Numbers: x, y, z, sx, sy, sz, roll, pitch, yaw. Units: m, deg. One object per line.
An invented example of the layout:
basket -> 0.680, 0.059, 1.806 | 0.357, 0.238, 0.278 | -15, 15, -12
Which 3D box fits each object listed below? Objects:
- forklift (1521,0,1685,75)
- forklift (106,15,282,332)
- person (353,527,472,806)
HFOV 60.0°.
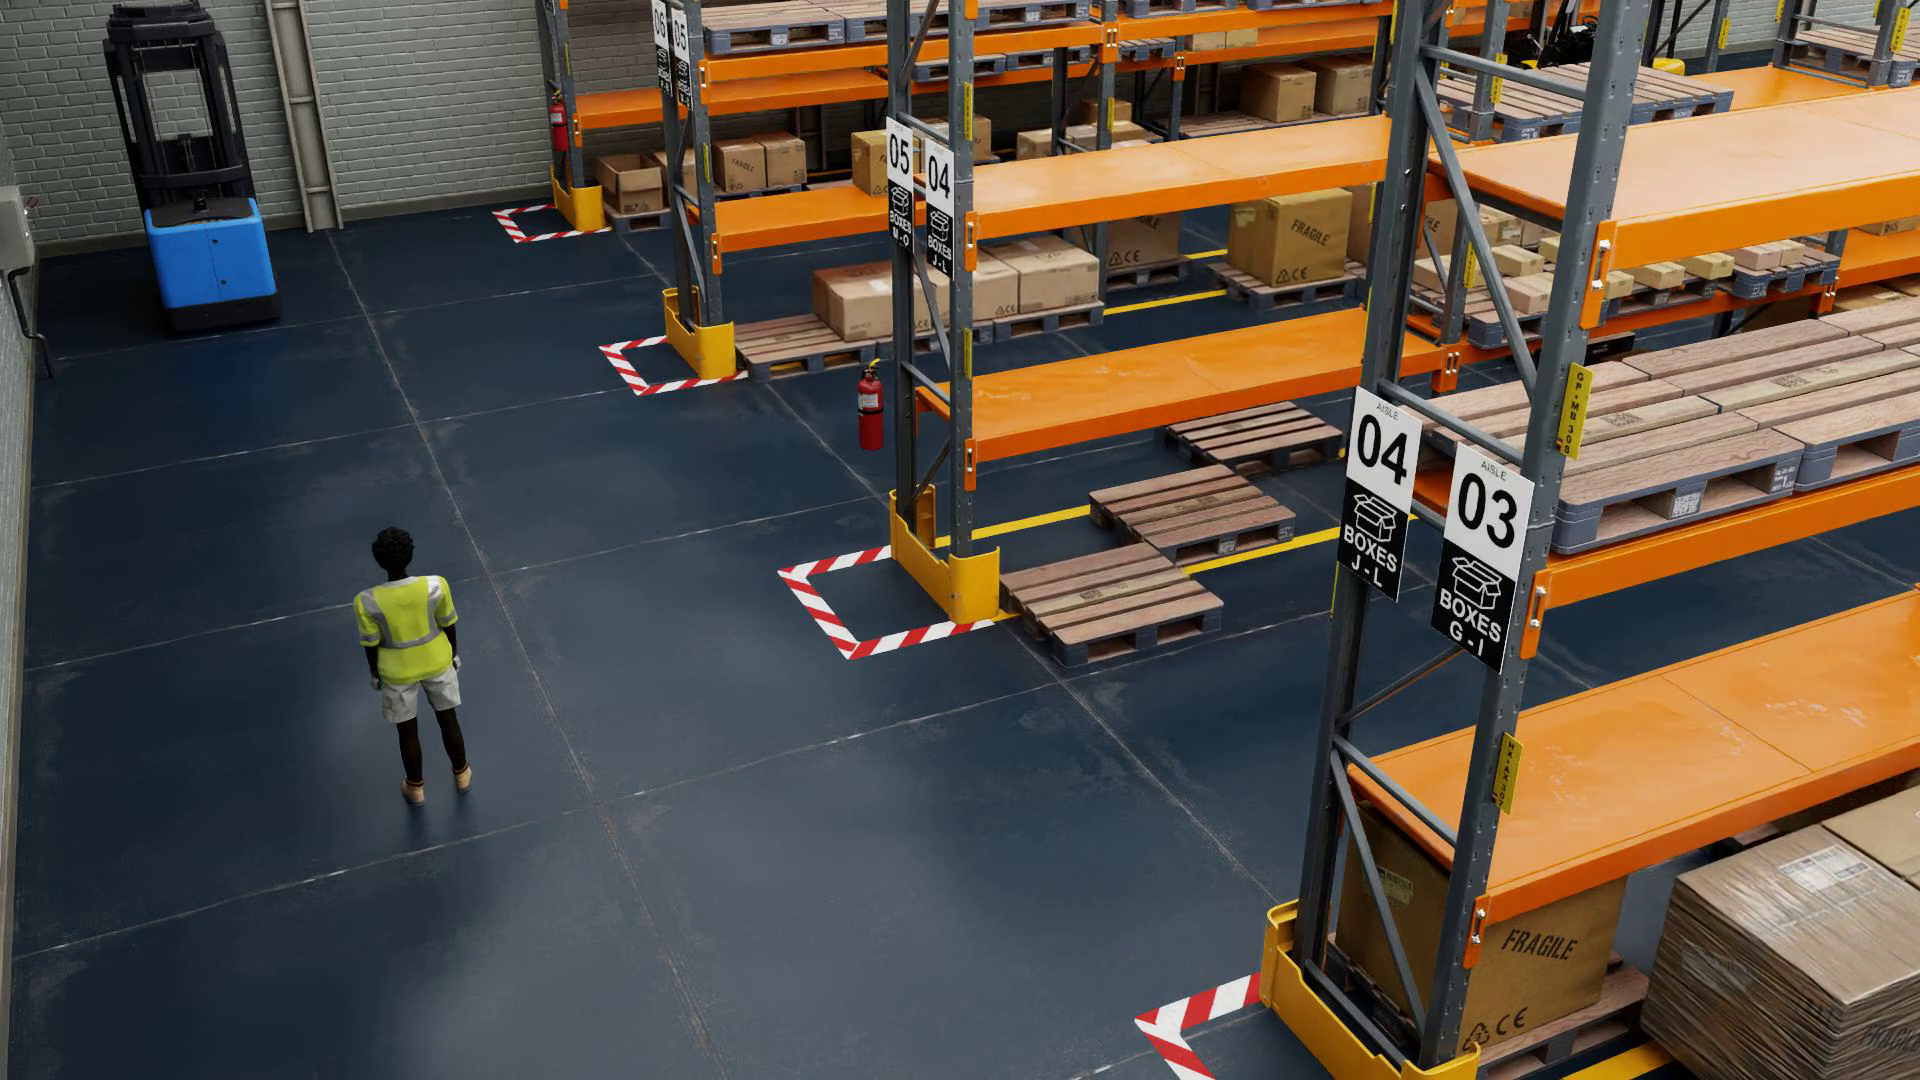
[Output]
forklift -> 8.950, -6.807, 23.056 | 1.214, 2.155, 2.313 | -12, 30, -22
forklift -> -7.548, -3.672, 16.323 | 1.129, 2.768, 1.873 | -12, 30, -22
person -> -3.016, 0.702, 9.206 | 0.533, 1.696, 0.318 | -14, 31, -25
